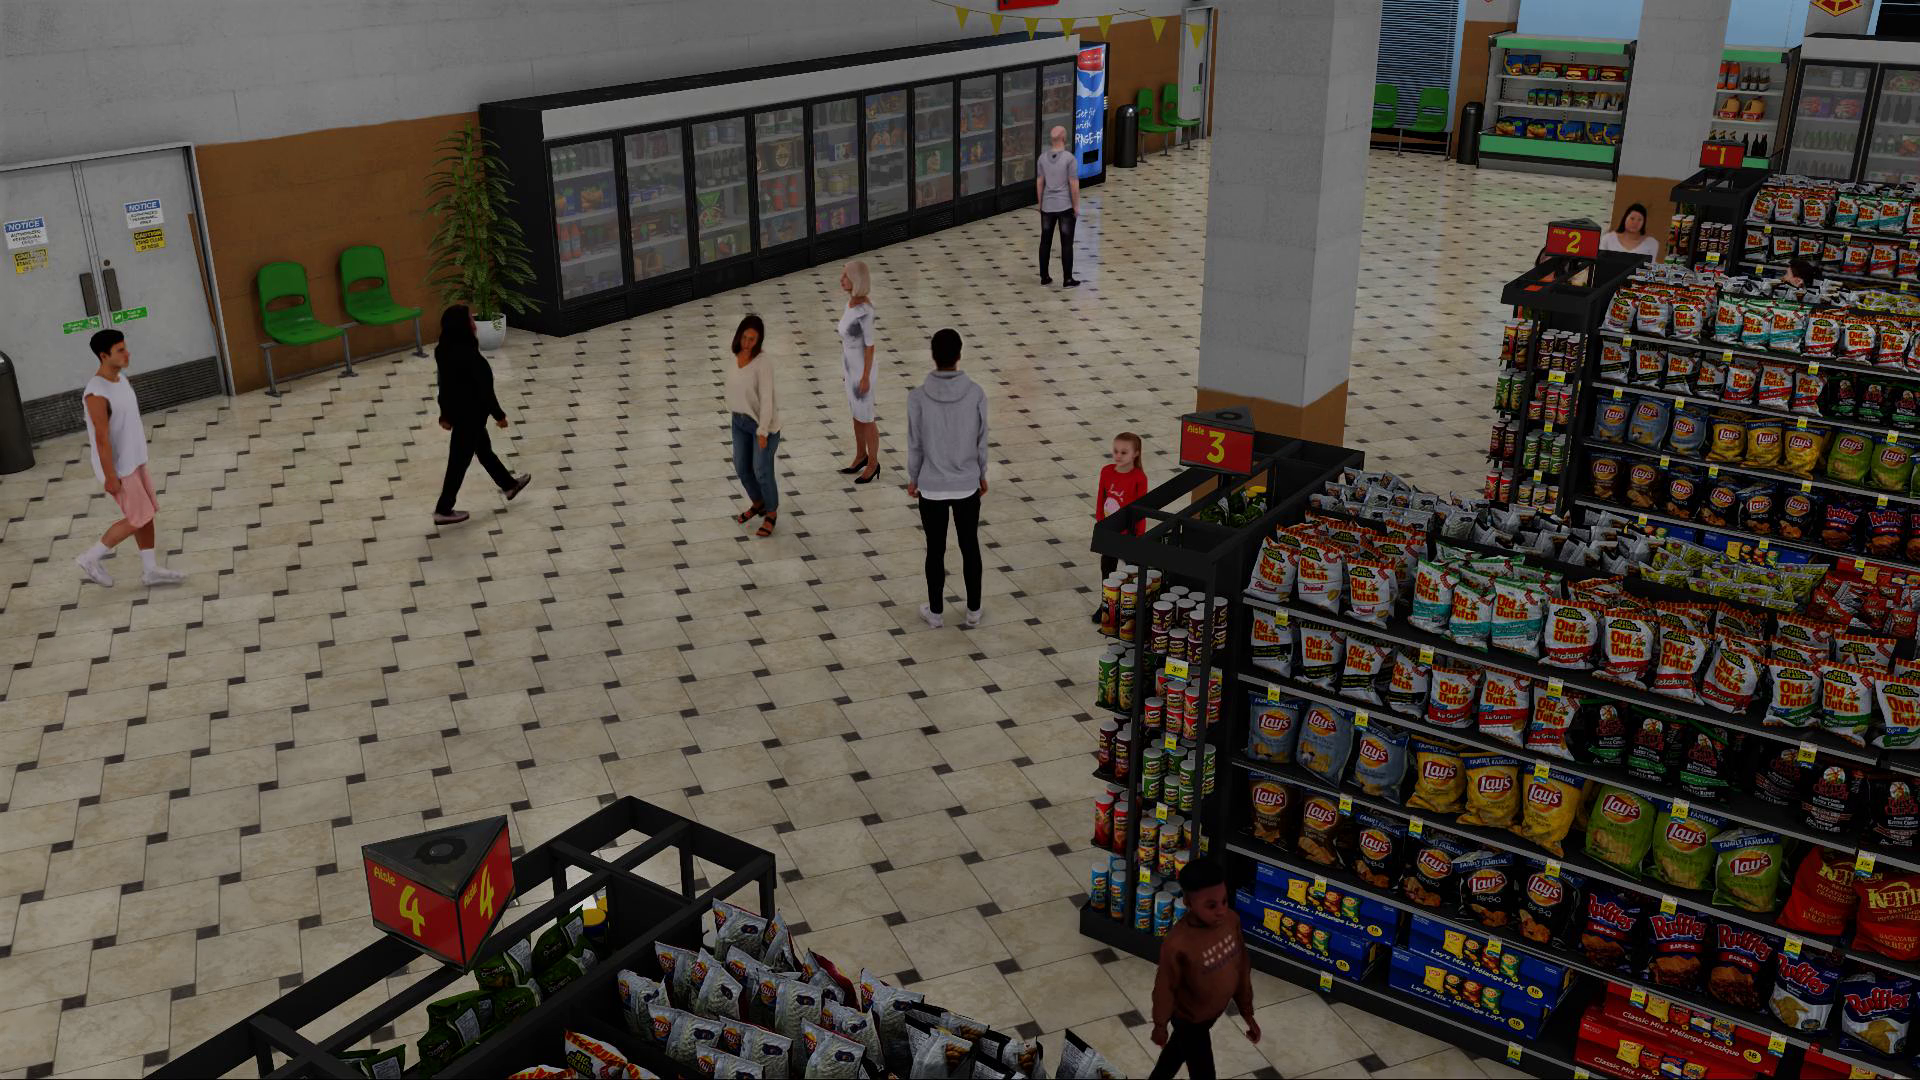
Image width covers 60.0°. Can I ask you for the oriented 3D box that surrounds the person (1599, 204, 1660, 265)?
[{"bbox_3d":[6.204,-2.324,15.591,0.995,1.646,0.758,14,26,31],"label":"person"}]

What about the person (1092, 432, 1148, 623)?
[{"bbox_3d":[1.025,-0.071,10.476,0.438,1.280,0.560,12,25,27],"label":"person"}]

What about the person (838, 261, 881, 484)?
[{"bbox_3d":[-0.777,-1.311,12.932,0.704,1.750,0.598,-10,24,-23],"label":"person"}]

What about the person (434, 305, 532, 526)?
[{"bbox_3d":[-3.650,-0.858,12.057,1.098,1.562,0.825,20,29,41],"label":"person"}]

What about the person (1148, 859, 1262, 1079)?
[{"bbox_3d":[0.838,1.702,6.146,0.671,1.218,0.931,-17,28,-36],"label":"person"}]

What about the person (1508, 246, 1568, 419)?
[{"bbox_3d":[4.731,-1.558,13.565,0.519,1.737,0.686,14,26,31],"label":"person"}]

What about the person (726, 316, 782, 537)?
[{"bbox_3d":[-1.431,-0.824,11.857,0.785,1.649,0.610,-13,25,-29],"label":"person"}]

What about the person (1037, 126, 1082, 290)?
[{"bbox_3d":[1.121,-3.819,19.057,0.548,1.837,0.744,12,25,27],"label":"person"}]

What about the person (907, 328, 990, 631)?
[{"bbox_3d":[-0.064,-0.369,10.348,0.758,1.929,0.822,-3,22,-8],"label":"person"}]

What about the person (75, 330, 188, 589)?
[{"bbox_3d":[-5.575,-0.501,10.892,0.998,1.768,0.926,-3,22,-6],"label":"person"}]
